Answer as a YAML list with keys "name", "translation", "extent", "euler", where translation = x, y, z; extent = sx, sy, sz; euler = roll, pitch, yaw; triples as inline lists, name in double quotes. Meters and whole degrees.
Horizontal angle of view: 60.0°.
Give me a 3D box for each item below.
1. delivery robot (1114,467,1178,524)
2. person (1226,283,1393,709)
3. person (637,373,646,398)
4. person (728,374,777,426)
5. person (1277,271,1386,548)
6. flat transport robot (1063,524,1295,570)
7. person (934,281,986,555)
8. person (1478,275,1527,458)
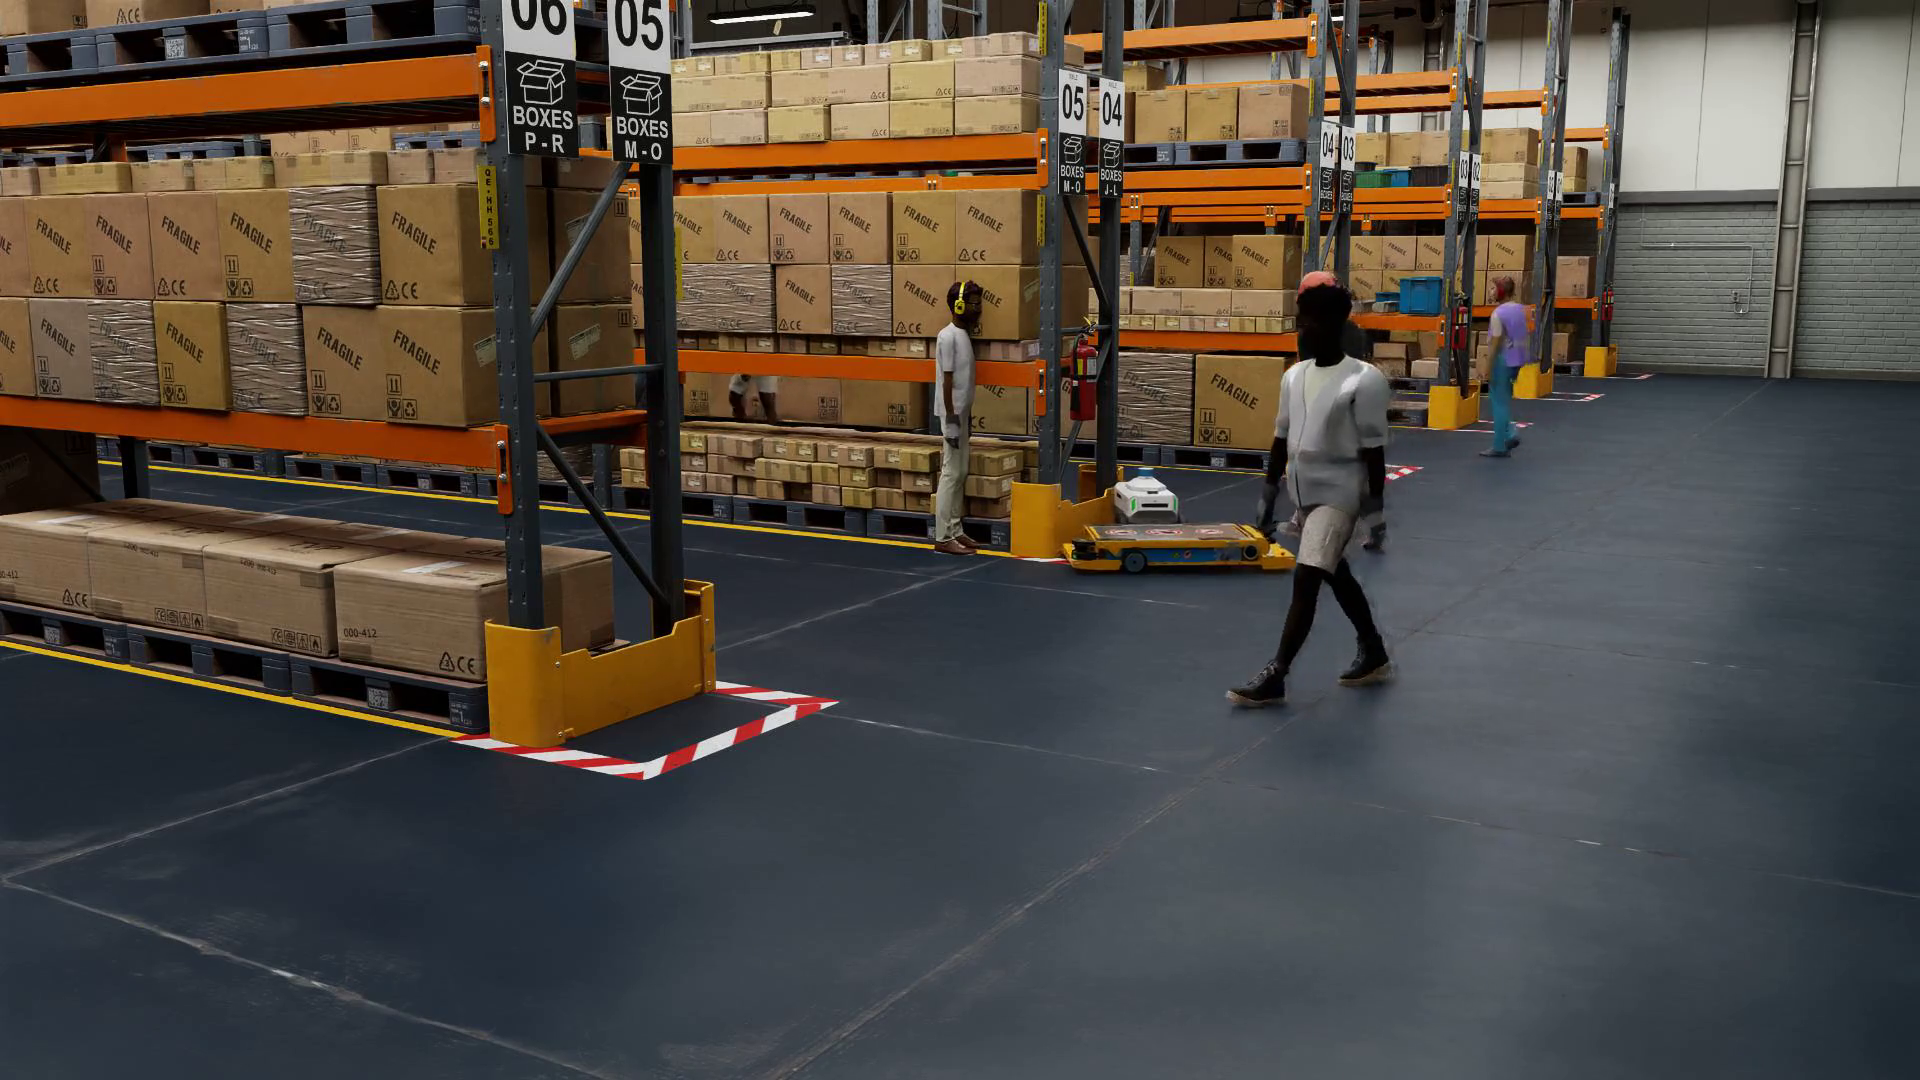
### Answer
- name: "delivery robot"
  translation: [1.292, -0.262, 11.590]
  extent: [0.477, 0.478, 0.707]
  euler: [-1, 10, -4]
- name: "person"
  translation: [1.666, -0.216, 7.637]
  extent: [1.023, 1.914, 0.625]
  euler: [-5, 11, -27]
- name: "person"
  translation: [-2.849, -1.475, 15.671]
  extent: [0.358, 1.676, 0.545]
  euler: [1, 10, 5]
- name: "person"
  translation: [-2.110, -1.793, 16.528]
  extent: [0.723, 2.021, 0.649]
  euler: [5, 11, 27]
- name: "person"
  translation: [2.661, -0.918, 11.683]
  extent: [0.686, 1.933, 1.053]
  euler: [-6, 11, -32]
- name: "flat transport robot"
  translation: [1.420, 0.039, 10.928]
  extent: [1.431, 0.197, 0.652]
  euler: [0, 10, -2]
- name: "person"
  translation: [-0.004, -0.826, 11.363]
  extent: [0.333, 1.860, 0.510]
  euler: [2, 10, 14]
- name: "person"
  translation: [5.459, -1.738, 16.746]
  extent: [0.449, 1.833, 0.592]
  euler: [8, 13, 41]
